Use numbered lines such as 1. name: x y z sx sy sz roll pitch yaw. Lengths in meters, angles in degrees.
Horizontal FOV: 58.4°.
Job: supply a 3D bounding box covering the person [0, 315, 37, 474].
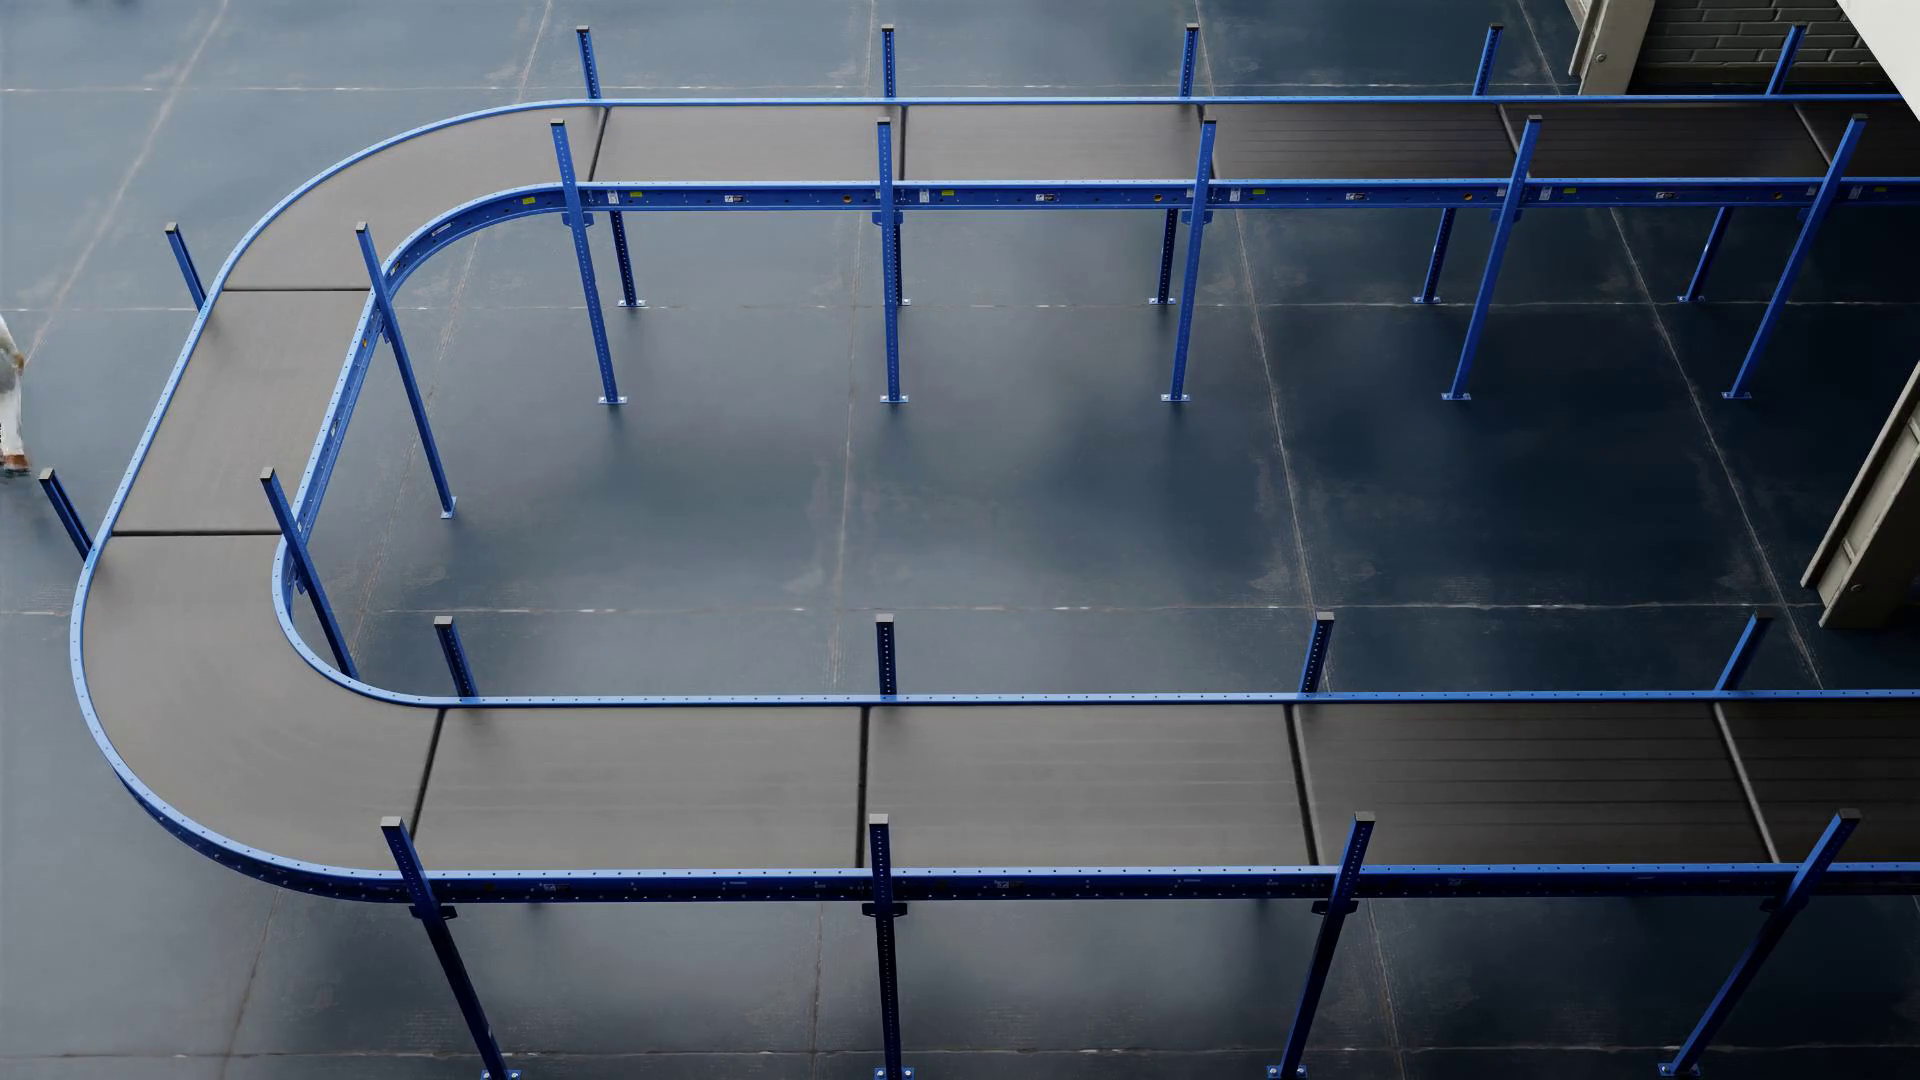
1. person: -6.401 -1.147 11.035 0.656 1.921 0.524 -10 48 -10
